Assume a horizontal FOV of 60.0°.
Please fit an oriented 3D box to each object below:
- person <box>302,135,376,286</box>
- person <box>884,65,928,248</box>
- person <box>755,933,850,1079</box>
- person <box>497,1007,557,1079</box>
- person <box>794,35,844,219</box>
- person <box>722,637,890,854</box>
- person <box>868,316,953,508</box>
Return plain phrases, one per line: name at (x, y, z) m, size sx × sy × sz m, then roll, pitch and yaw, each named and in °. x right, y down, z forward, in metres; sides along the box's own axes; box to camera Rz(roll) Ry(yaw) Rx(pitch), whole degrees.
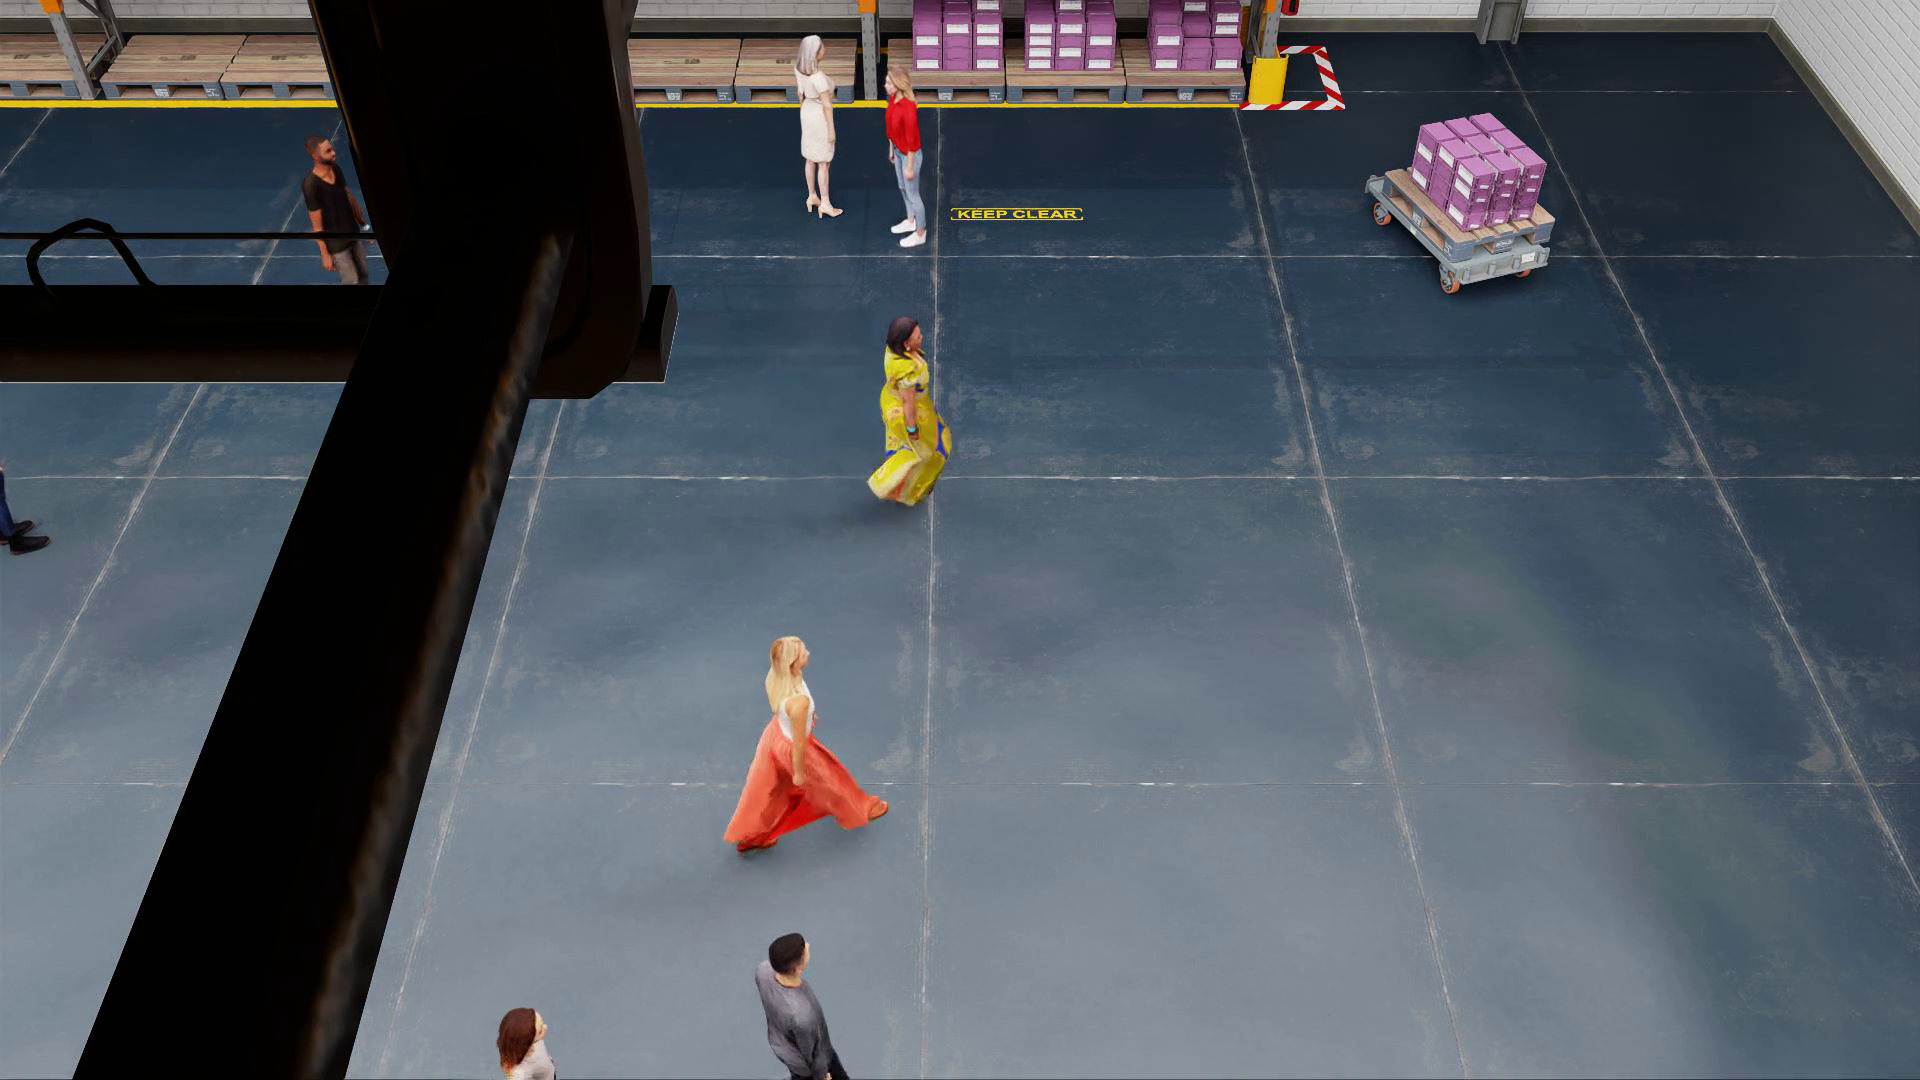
person at (-5.104, -2.473, 13.559) m, size 0.792 × 1.798 × 0.799 m, roll 10°, pitch 44°, yaw 10°
person at (-0.465, -3.369, 14.570) m, size 0.672 × 1.699 × 0.688 m, roll -16°, pitch 46°, yaw -16°
person at (-0.841, 2.565, 8.300) m, size 0.894 × 1.756 × 0.830 m, roll -29°, pitch 51°, yaw -27°
person at (-2.186, 2.765, 8.304) m, size 0.992 × 1.462 × 0.759 m, roll -14°, pitch 45°, yaw -15°
person at (-1.279, -3.693, 14.884) m, size 0.737 × 1.736 × 0.692 m, roll -30°, pitch 51°, yaw -28°
person at (-1.063, 1.238, 9.700) m, size 1.343 × 1.745 × 0.941 m, roll -13°, pitch 45°, yaw -13°
person at (-0.462, -0.901, 12.015) m, size 0.937 × 1.650 × 0.817 m, roll -8°, pitch 44°, yaw -8°
